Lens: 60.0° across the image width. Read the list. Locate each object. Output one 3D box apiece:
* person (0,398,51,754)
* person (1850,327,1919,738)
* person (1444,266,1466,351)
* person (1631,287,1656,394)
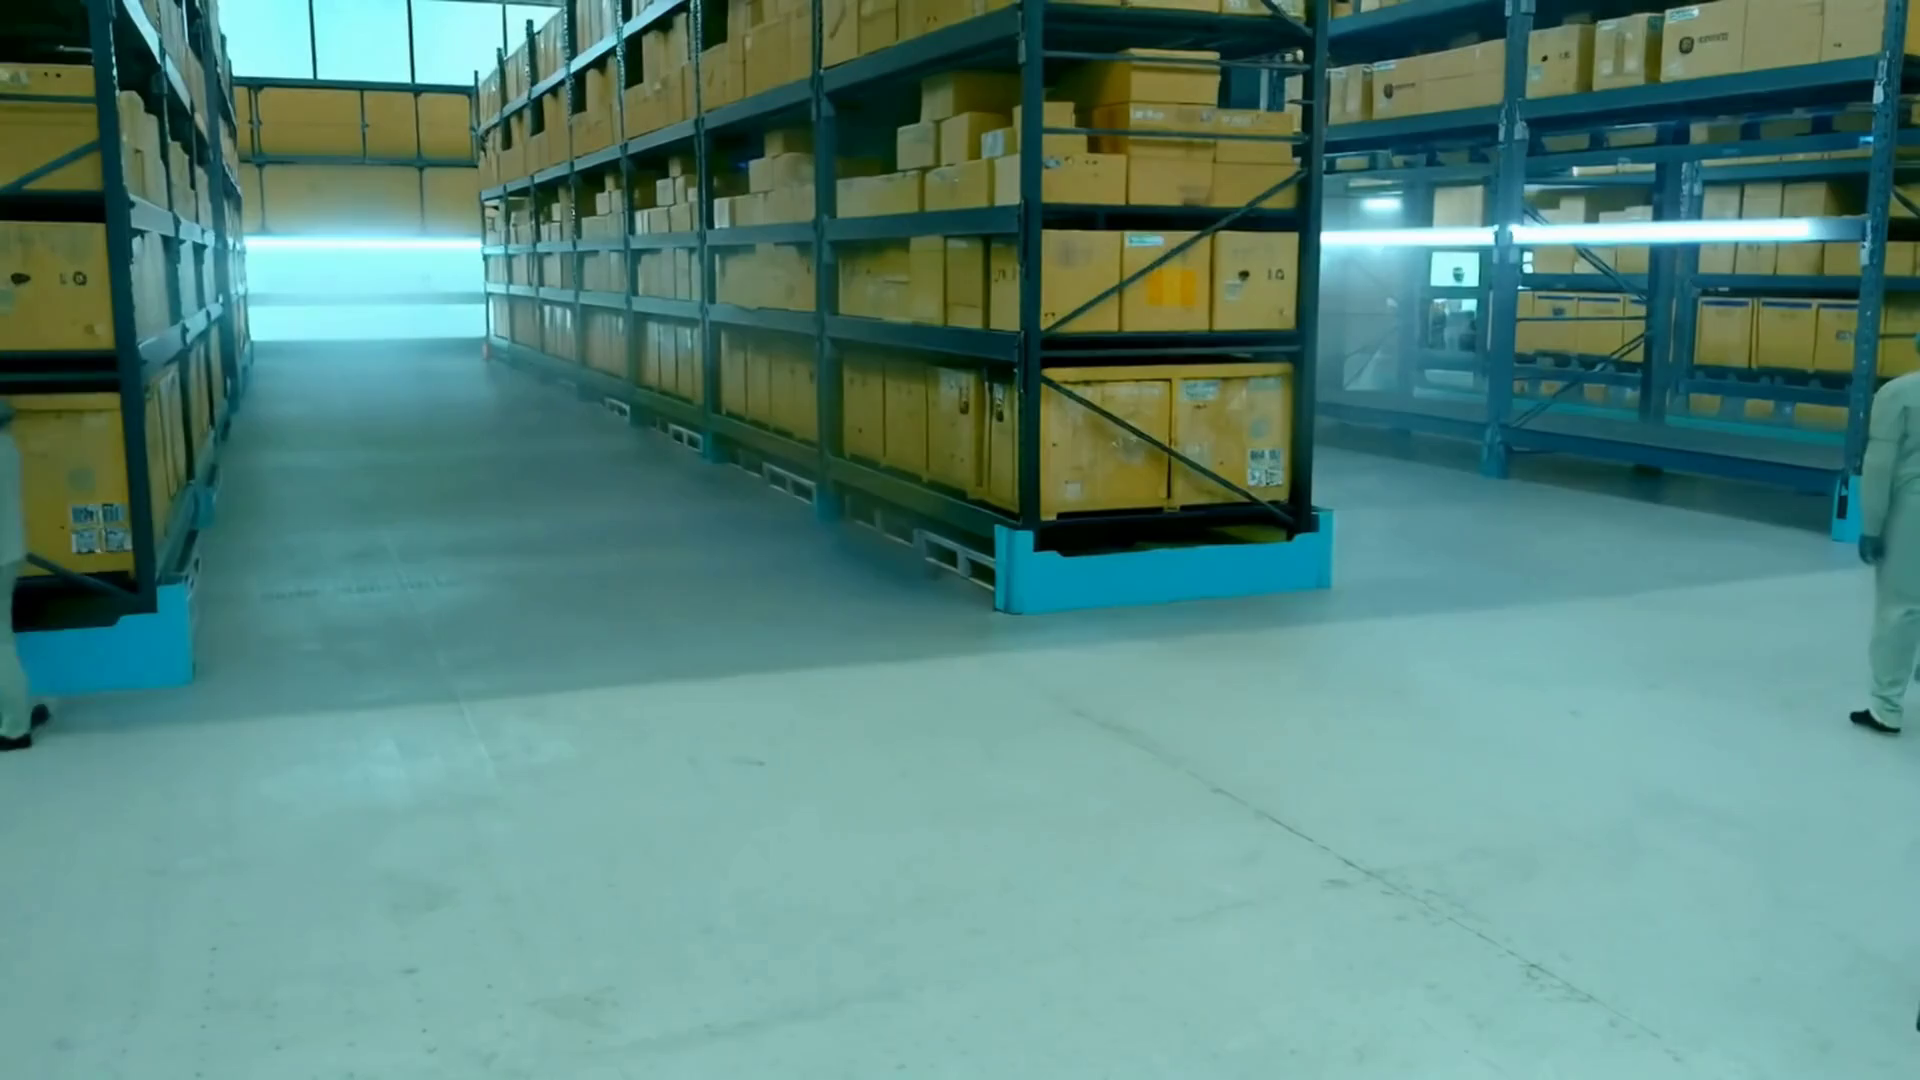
[{"bbox_3d":[-4.089,0.109,6.952,0.342,1.617,0.529,-2,10,-13],"label":"person"},{"bbox_3d":[4.241,-0.074,7.259,0.645,1.898,0.396,0,9,2],"label":"person"},{"bbox_3d":[11.090,-5.124,37.204,0.395,1.993,0.614,-3,10,-15],"label":"person"},{"bbox_3d":[10.841,-3.179,26.230,0.530,1.772,0.299,-3,10,-15],"label":"person"}]
